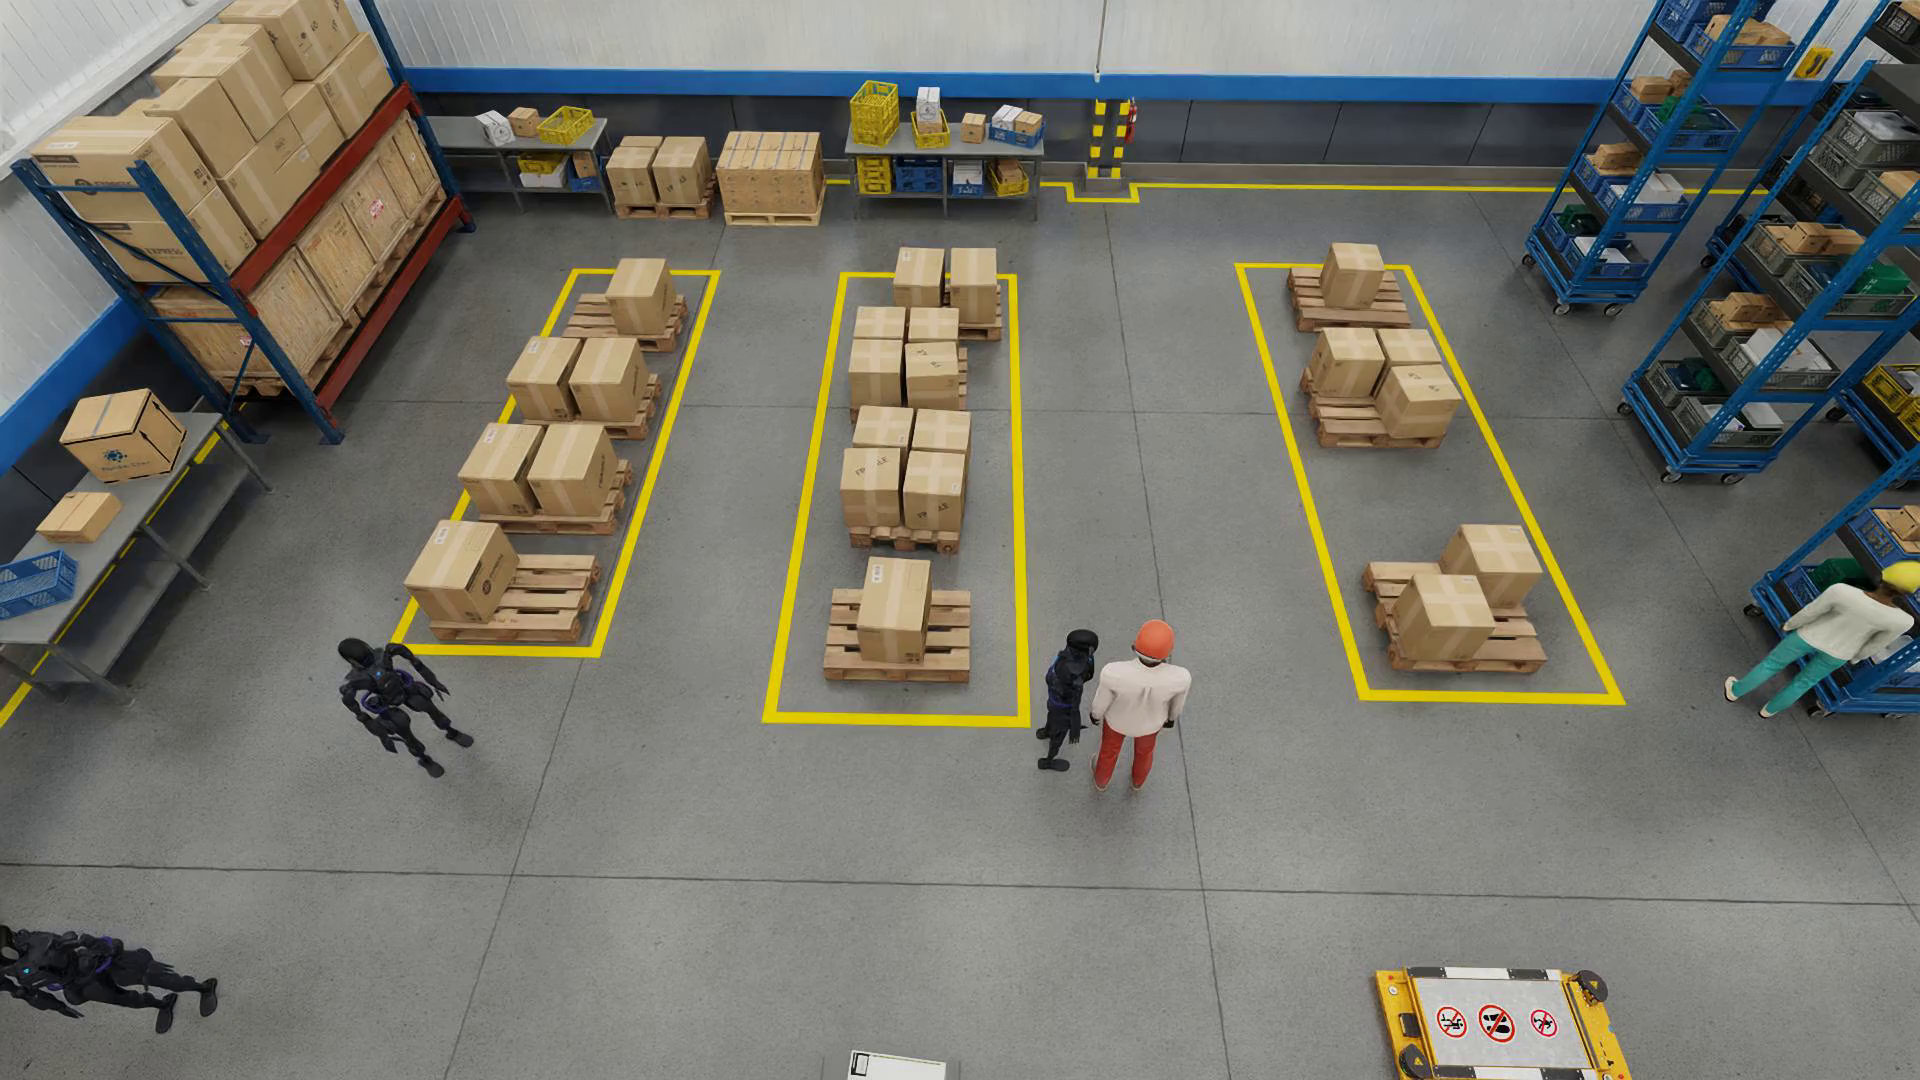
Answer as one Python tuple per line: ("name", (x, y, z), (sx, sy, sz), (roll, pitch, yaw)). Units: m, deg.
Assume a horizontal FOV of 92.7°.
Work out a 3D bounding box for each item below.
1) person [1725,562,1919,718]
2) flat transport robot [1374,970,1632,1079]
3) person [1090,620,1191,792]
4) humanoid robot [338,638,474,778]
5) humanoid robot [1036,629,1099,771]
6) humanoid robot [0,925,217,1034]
("person", (6.503, 0.758, 6.901), (0.523, 1.769, 0.314), (36, 59, 25))
("flat transport robot", (3.501, 3.133, 5.914), (1.431, 0.197, 0.652), (1, 51, 1))
("person", (1.217, 1.200, 6.396), (0.620, 1.990, 0.388), (2, 51, 2))
("humanoid robot", (-4.024, 1.185, 6.610), (0.349, 1.649, 0.573), (23, 54, 18))
("humanoid robot", (0.772, 1.137, 6.649), (0.326, 1.651, 0.570), (1, 51, 1))
("humanoid robot", (-5.115, 2.603, 5.455), (0.570, 1.651, 0.335), (-23, 54, -17))
